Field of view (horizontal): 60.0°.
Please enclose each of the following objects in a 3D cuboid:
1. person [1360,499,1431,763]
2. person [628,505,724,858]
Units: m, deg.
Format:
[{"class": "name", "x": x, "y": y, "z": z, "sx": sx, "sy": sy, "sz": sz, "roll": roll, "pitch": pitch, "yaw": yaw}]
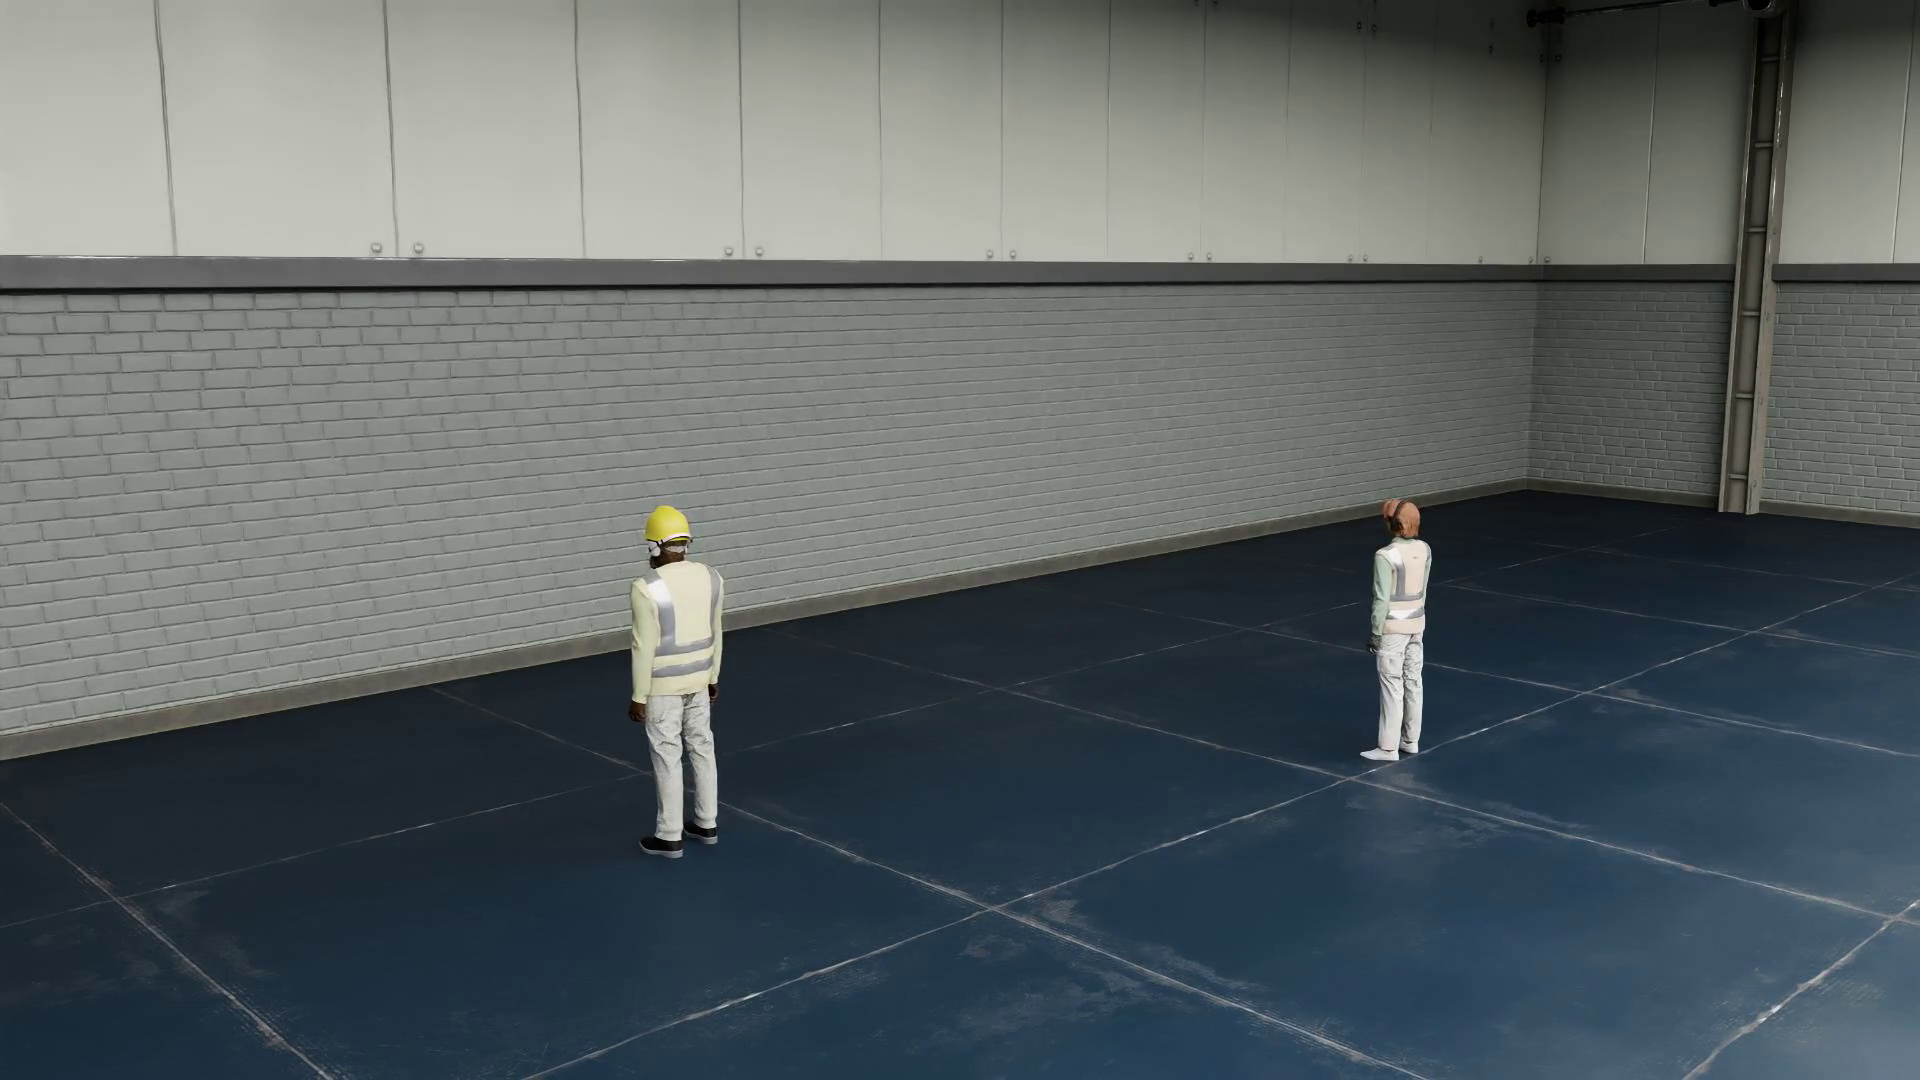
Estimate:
[{"class": "person", "x": 2.718, "y": 0.561, "z": 10.316, "sx": 0.514, "sy": 1.645, "sz": 0.309, "roll": -8, "pitch": 12, "yaw": -41}, {"class": "person", "x": -1.496, "y": 0.731, "z": 8.676, "sx": 0.403, "sy": 1.830, "sz": 0.601, "roll": 7, "pitch": 12, "yaw": 38}]
